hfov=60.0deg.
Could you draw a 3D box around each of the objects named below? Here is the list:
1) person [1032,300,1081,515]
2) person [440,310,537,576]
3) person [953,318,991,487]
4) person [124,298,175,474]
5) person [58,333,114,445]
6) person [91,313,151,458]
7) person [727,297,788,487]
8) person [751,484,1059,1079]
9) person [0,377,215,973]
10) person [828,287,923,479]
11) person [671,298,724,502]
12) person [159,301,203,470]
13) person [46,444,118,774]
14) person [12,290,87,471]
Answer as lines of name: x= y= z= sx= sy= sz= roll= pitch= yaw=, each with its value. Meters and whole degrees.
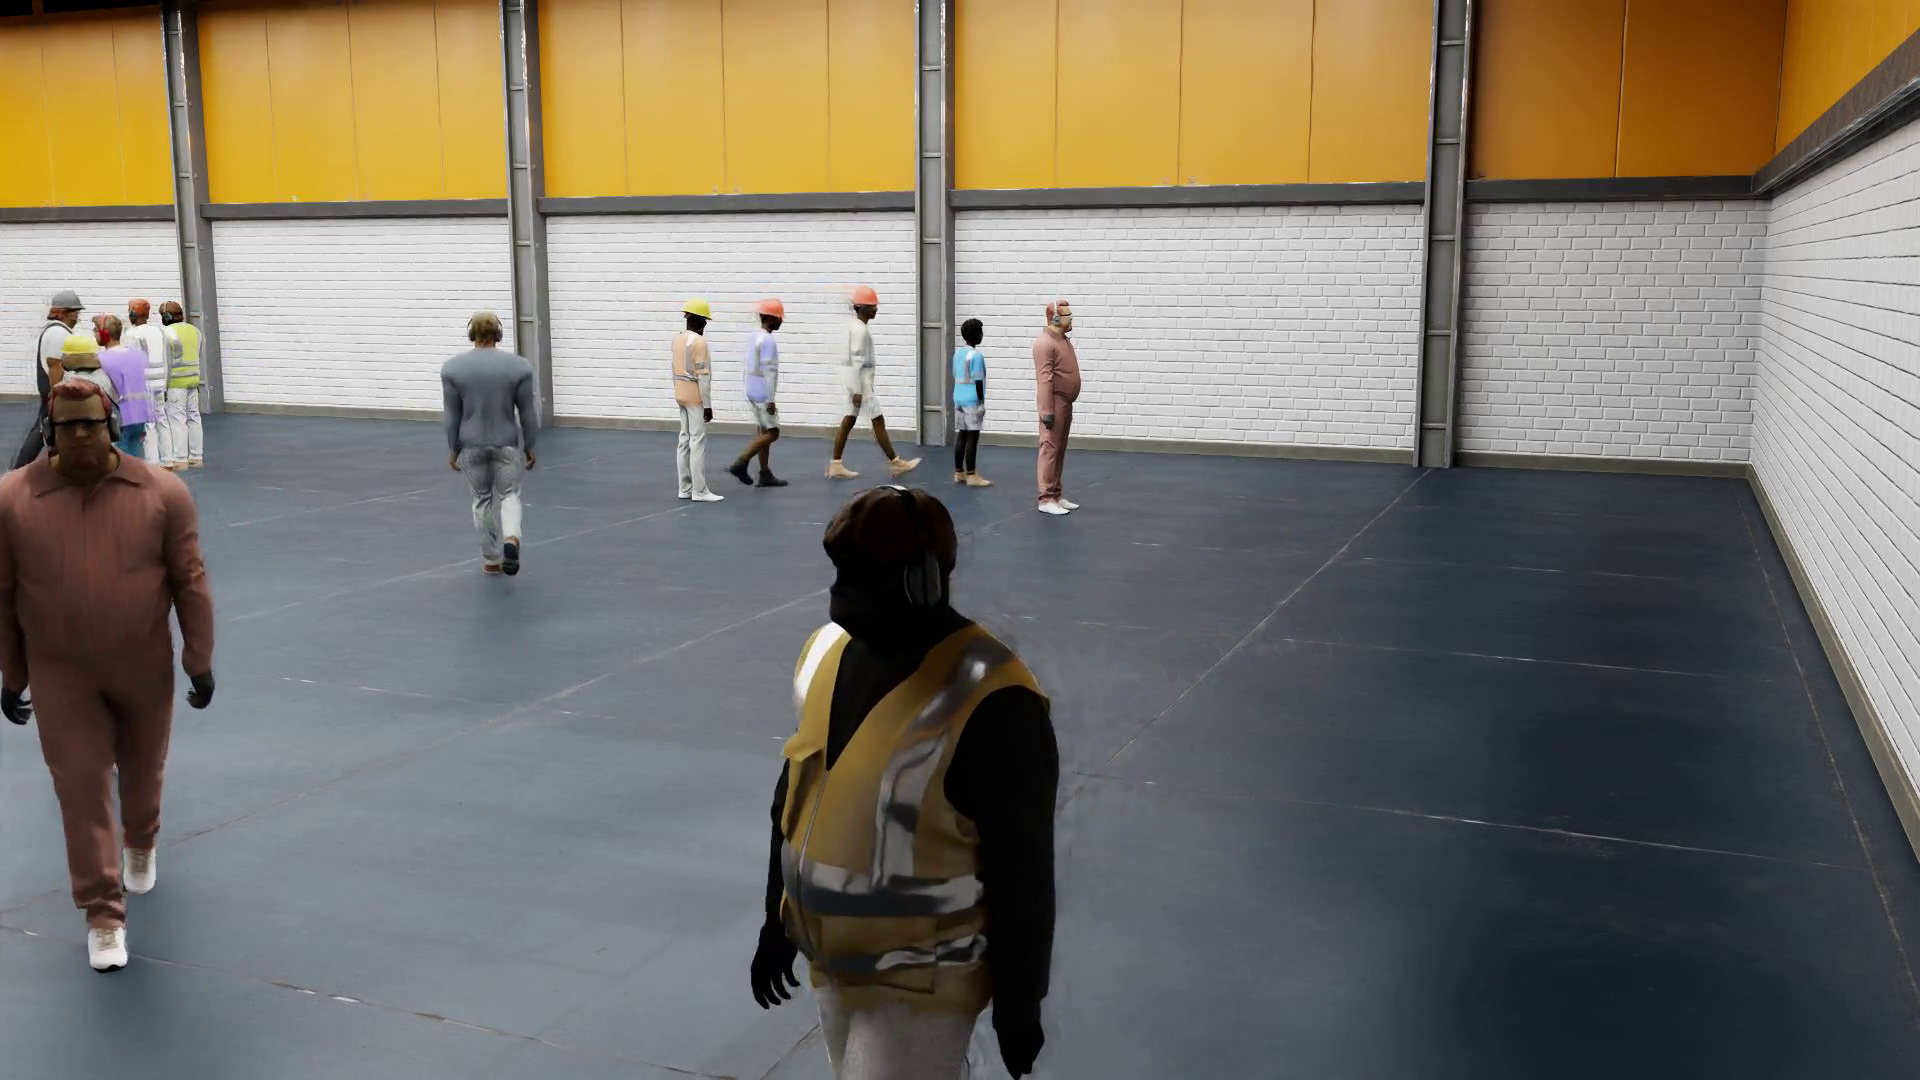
person: x=0.885 y=-1.194 z=14.968 sx=0.409 sy=1.913 sz=0.649 roll=3 pitch=10 yaw=19
person: x=-3.302 y=-0.655 z=11.710 sx=0.634 sy=1.918 sz=0.685 roll=-3 pitch=10 yaw=-17
person: x=0.109 y=-1.382 z=16.754 sx=0.317 sy=1.695 sz=0.540 roll=-4 pitch=10 yaw=-25
person: x=-8.507 y=-1.584 z=17.412 sx=0.337 sy=1.882 sz=0.584 roll=2 pitch=10 yaw=10
person: x=-6.571 y=-0.717 z=12.664 sx=0.770 sy=1.714 sz=0.489 roll=1 pitch=9 yaw=9
person: x=-6.831 y=-0.936 z=13.629 sx=0.522 sy=1.833 sz=0.587 roll=2 pitch=9 yaw=9
person: x=-1.983 y=-1.447 z=16.508 sx=0.595 sy=1.915 sz=0.576 roll=-4 pitch=10 yaw=-22
person: x=-0.133 y=0.801 z=3.132 sx=0.452 sy=1.826 sz=0.640 roll=-6 pitch=11 yaw=-34
person: x=-2.858 y=0.381 z=5.559 sx=0.653 sy=1.871 sz=0.959 roll=-5 pitch=11 yaw=-30
person: x=-0.911 y=-1.610 z=17.236 sx=1.012 sy=1.991 sz=0.634 roll=-2 pitch=10 yaw=-9
person: x=-2.496 y=-1.317 z=15.698 sx=0.379 sy=1.918 sz=0.585 roll=-7 pitch=12 yaw=-36
person: x=-8.527 y=-1.678 z=18.129 sx=0.429 sy=1.840 sz=0.624 roll=2 pitch=10 yaw=12
person: x=-3.741 y=0.231 z=7.206 sx=0.341 sy=1.620 sz=0.511 roll=9 pitch=13 yaw=43
person: x=-9.085 y=-1.551 z=16.743 sx=1.069 sy=2.000 sz=0.688 roll=-6 pitch=11 yaw=-34
